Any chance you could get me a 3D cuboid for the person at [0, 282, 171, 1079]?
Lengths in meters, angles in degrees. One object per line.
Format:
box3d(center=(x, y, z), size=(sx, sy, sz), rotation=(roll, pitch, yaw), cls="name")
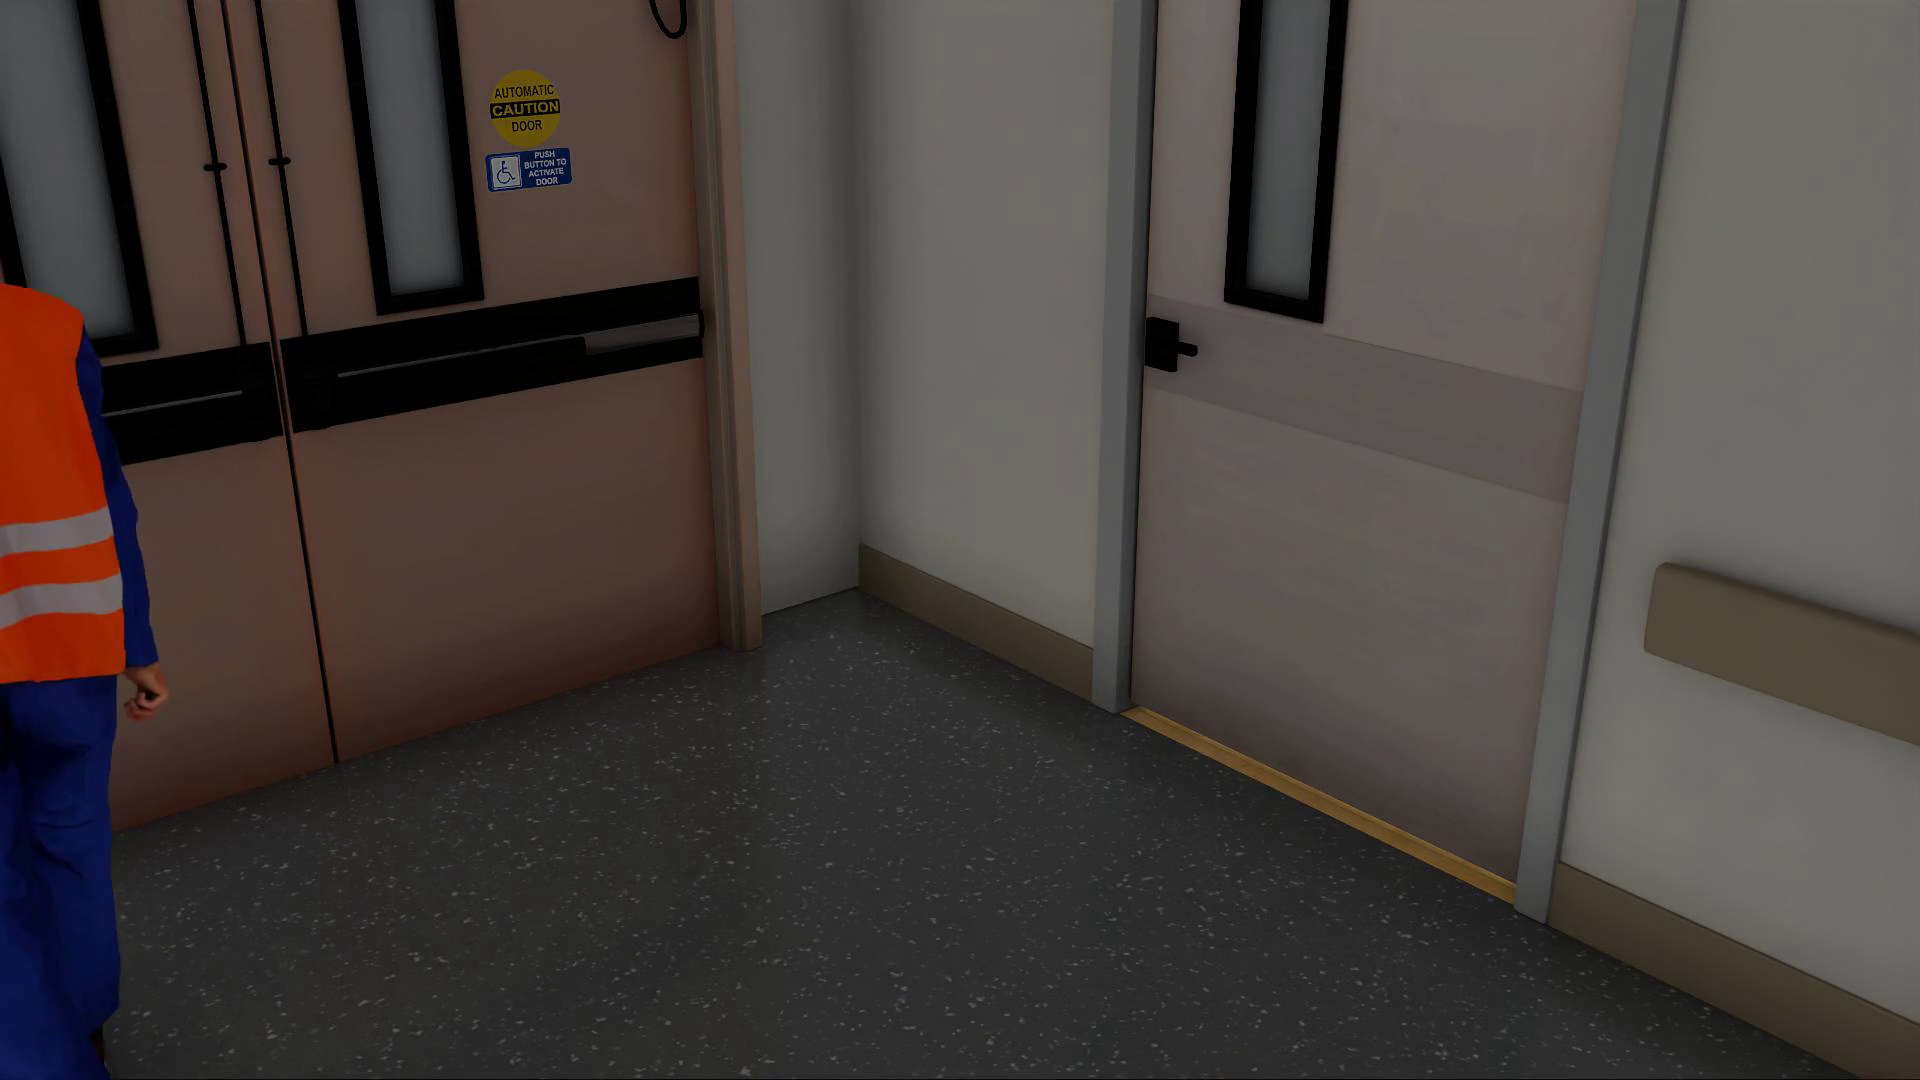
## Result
box3d(center=(-1.498, 0.262, 2.590), size=(0.693, 1.833, 1.196), rotation=(-16, 26, -36), cls="person")
